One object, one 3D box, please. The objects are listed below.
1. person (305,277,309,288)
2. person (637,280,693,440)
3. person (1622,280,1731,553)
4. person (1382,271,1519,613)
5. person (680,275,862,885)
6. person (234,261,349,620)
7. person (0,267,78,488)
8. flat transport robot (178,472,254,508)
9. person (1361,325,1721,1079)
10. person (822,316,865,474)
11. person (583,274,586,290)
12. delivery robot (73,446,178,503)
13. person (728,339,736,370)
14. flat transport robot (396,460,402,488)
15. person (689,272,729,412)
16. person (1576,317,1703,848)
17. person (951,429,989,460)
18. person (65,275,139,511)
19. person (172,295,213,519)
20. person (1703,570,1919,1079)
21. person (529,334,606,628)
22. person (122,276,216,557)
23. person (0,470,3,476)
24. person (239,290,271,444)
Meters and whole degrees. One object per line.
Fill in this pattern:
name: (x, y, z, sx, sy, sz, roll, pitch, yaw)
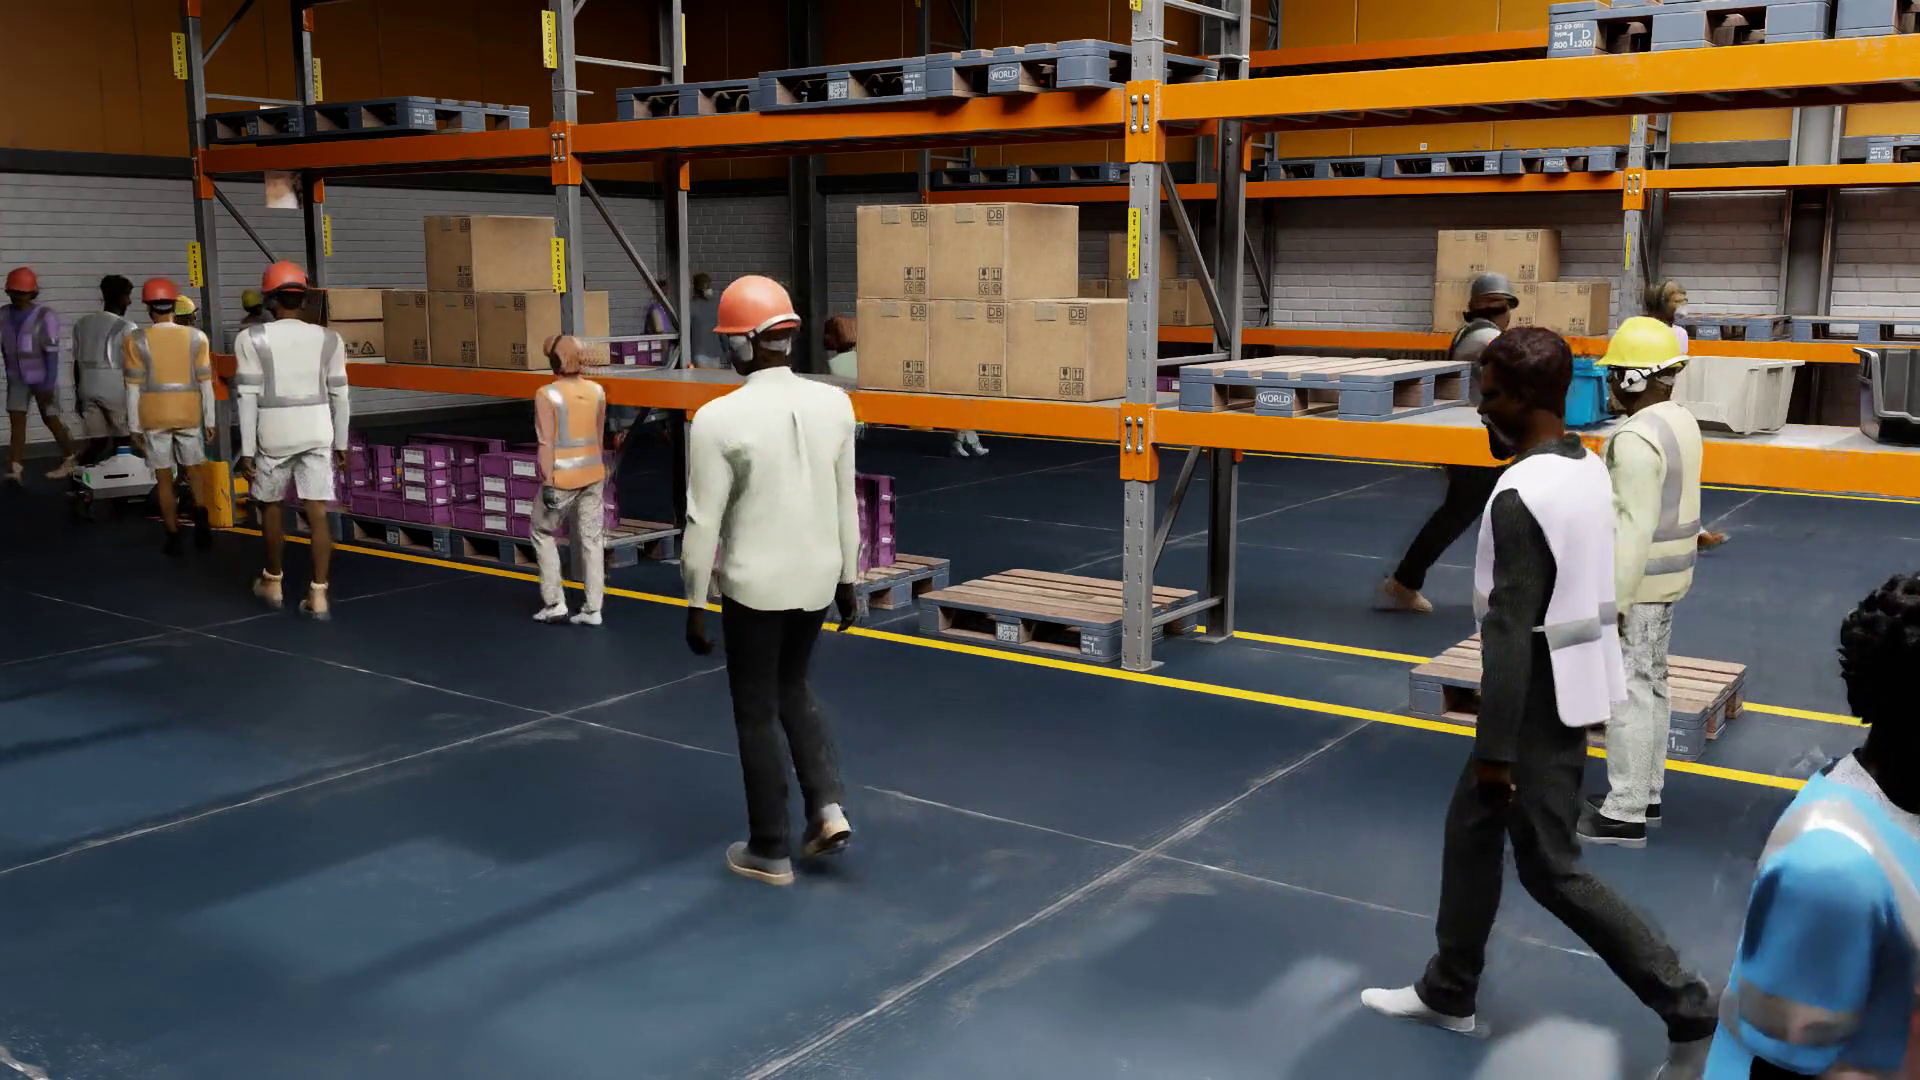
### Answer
person: (-6.353, -1.617, 16.208, 0.328, 1.862, 0.521, 8, 13, 41)
person: (-3.241, -2.013, 18.728, 0.937, 1.804, 0.575, 1, 10, 6)
person: (4.935, -0.858, 11.606, 0.651, 1.882, 1.003, -8, 13, -41)
person: (2.929, -0.590, 9.556, 0.973, 2.000, 0.697, 1, 10, 8)
person: (-0.621, 0.140, 5.392, 0.638, 1.973, 0.439, -8, 13, -41)
person: (-3.863, -0.579, 9.563, 0.646, 2.009, 0.932, -7, 12, -37)
person: (-8.394, -1.466, 15.010, 0.677, 1.963, 1.036, 1, 10, 7)
flat transport robot: (-5.891, -0.453, 13.995, 1.431, 0.197, 0.652, -6, 11, -33)
person: (1.486, 0.415, 4.091, 0.911, 1.878, 0.596, 6, 11, 32)
person: (-0.840, -0.822, 12.156, 0.386, 1.619, 0.526, 4, 10, 24)
person: (-4.770, -2.421, 20.925, 0.357, 1.883, 0.573, 6, 11, 34)
delivery robot: (-6.601, -0.500, 13.156, 0.707, 0.478, 0.477, -9, 13, -43)
person: (-2.193, -1.796, 17.331, 0.429, 1.840, 0.635, 7, 12, 38)
flat transport robot: (-4.799, -0.614, 14.957, 1.431, 0.197, 0.652, -9, 13, -43)
person: (-2.962, -2.077, 18.832, 0.931, 1.911, 0.624, 7, 12, 37)
person: (2.332, 0.146, 5.785, 0.404, 1.830, 0.603, 7, 12, 36)
person: (0.128, -1.668, 16.997, 0.504, 1.698, 0.891, -7, 12, -35)
person: (-6.894, -1.171, 13.399, 0.643, 1.925, 0.672, 3, 10, 17)
person: (-6.053, -1.041, 13.089, 0.342, 1.760, 0.533, -4, 10, -22)
person: (1.211, 0.840, 2.195, 0.909, 1.633, 0.540, 7, 12, 38)
person: (-2.188, -0.325, 9.207, 0.567, 1.615, 0.533, 7, 12, 37)
person: (-5.380, -0.828, 11.332, 0.554, 1.918, 0.465, -7, 12, -37)
person: (-8.559, -1.289, 14.338, 0.548, 1.831, 0.446, 5, 11, 29)
person: (-7.640, -1.881, 18.227, 0.567, 1.713, 0.603, 4, 10, 21)
